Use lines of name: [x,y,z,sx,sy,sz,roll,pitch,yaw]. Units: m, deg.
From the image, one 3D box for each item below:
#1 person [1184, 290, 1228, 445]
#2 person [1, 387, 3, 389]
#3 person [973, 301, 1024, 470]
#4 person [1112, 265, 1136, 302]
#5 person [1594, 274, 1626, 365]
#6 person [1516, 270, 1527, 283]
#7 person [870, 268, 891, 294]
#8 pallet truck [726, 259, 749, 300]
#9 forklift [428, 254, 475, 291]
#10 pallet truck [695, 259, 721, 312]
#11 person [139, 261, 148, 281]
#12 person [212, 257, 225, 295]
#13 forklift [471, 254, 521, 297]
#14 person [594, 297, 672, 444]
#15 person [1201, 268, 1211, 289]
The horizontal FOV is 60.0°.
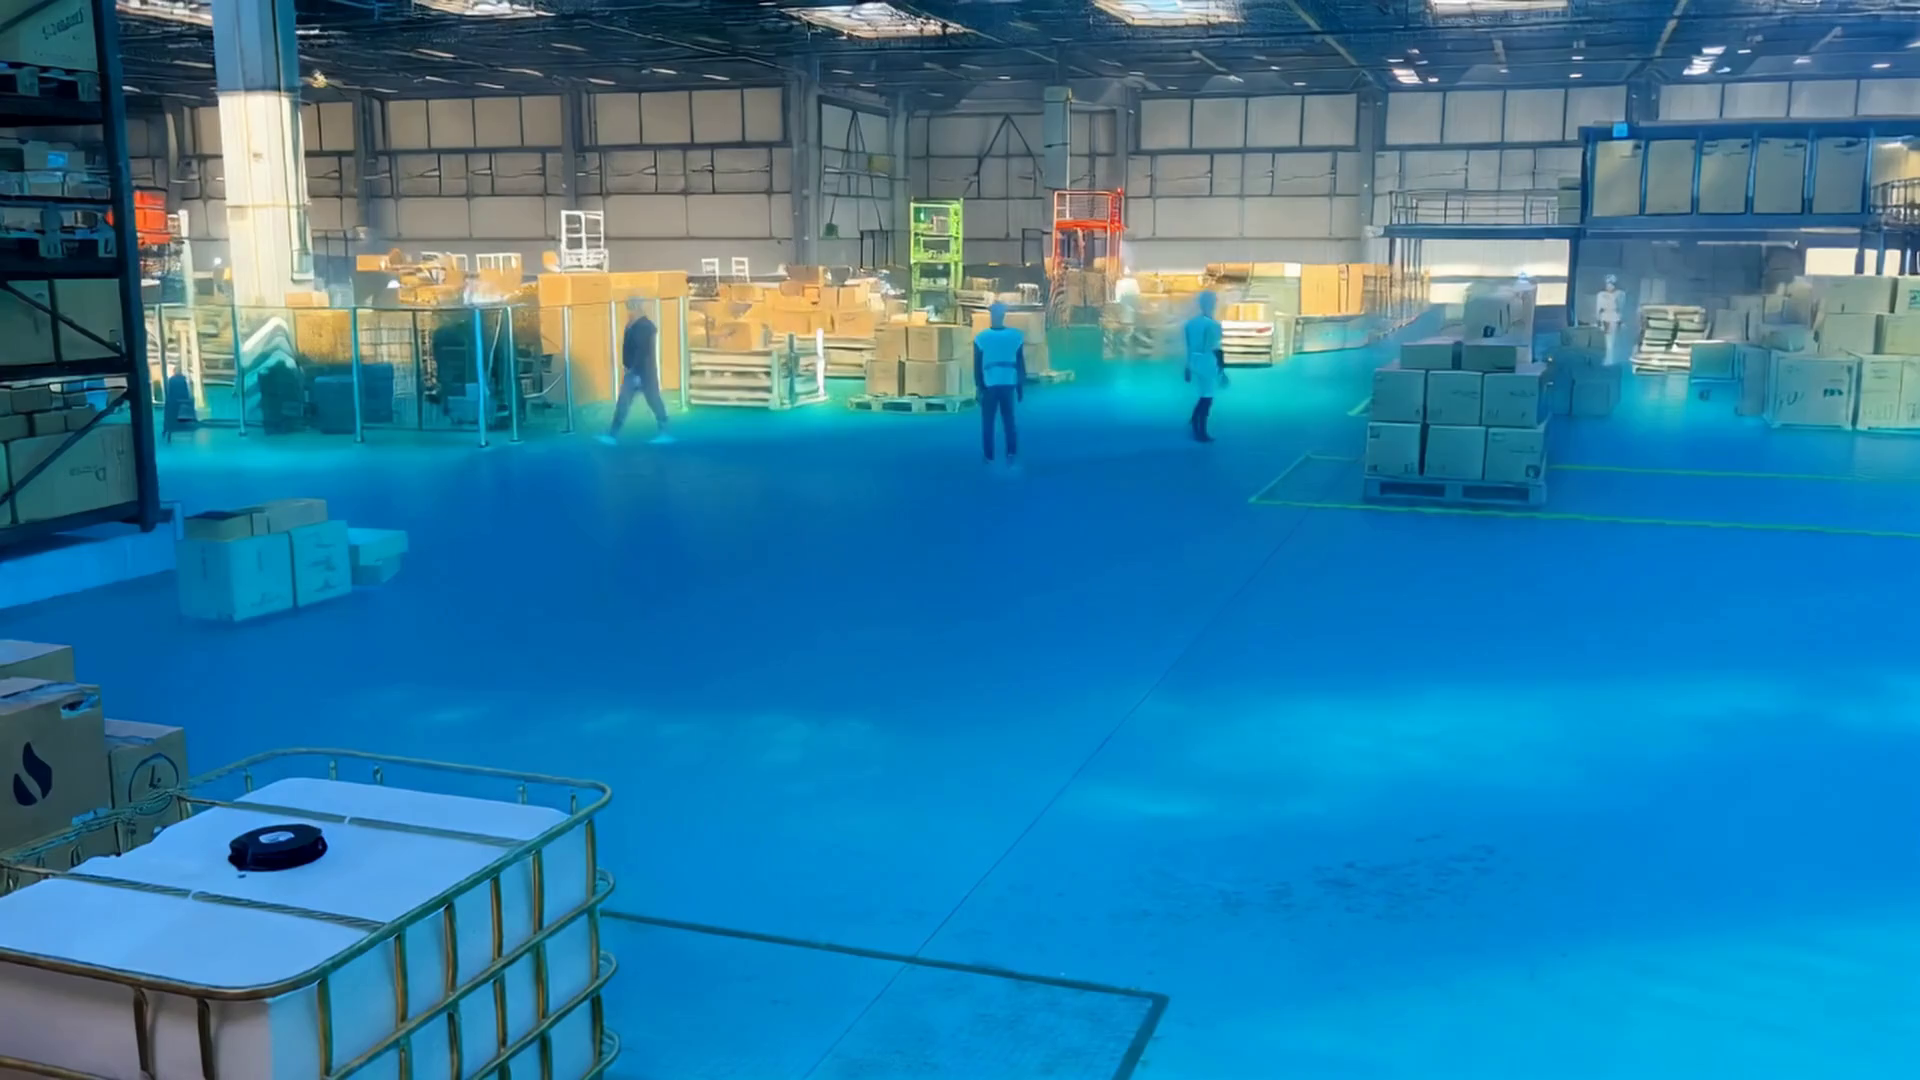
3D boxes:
person: [3.086,-2.150,20.820,0.436,1.951,0.602,-6,12,-31]
person: [-12.897,-2.194,21.979,0.346,1.617,0.519,4,11,24]
person: [0.454,-1.732,18.665,0.603,1.883,0.947,-2,10,-13]
person: [4.171,-6.017,42.511,0.622,1.976,0.529,8,13,37]
person: [13.471,-4.573,34.573,0.575,1.897,0.947,8,13,39]
person: [13.854,-5.751,41.264,0.355,1.884,0.575,-6,12,-32]
person: [-1.914,-5.675,40.716,0.543,1.927,0.375,4,11,23]
pallet truck: [-7.986,-9.493,62.019,0.823,1.965,1.885,3,11,17]
forklift: [-20.133,-10.254,65.465,1.157,1.987,2.680,3,11,19]
pallet truck: [-9.165,-9.627,62.776,0.823,1.965,1.885,4,11,23]
person: [-27.052,-8.290,55.242,0.638,2.011,0.755,6,12,32]
person: [-30.360,-10.576,68.123,0.608,1.996,0.375,6,12,29]
forklift: [-17.990,-10.121,64.684,1.157,1.987,2.680,3,11,17]
person: [-4.087,-2.120,20.893,0.984,1.849,0.671,-7,12,-33]
person: [8.180,-8.220,55.569,0.492,1.742,0.320,-9,14,-42]
